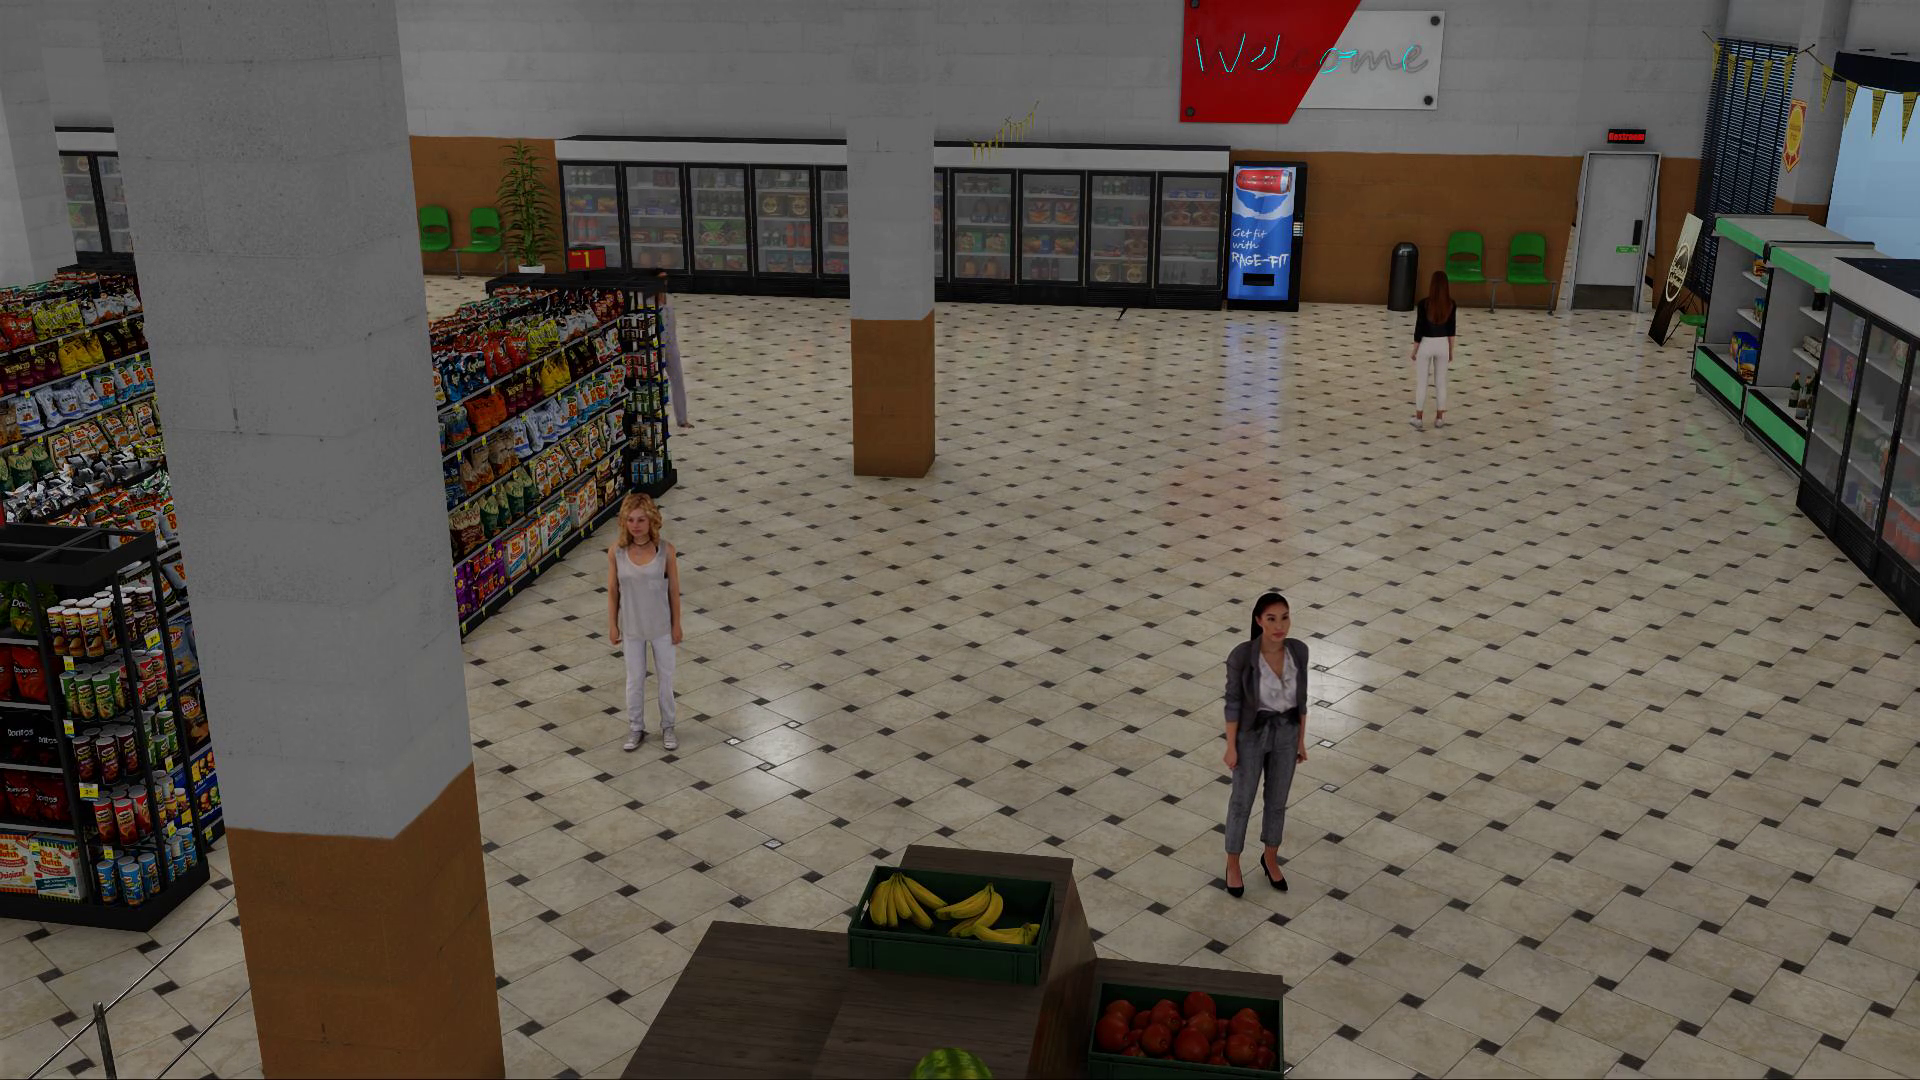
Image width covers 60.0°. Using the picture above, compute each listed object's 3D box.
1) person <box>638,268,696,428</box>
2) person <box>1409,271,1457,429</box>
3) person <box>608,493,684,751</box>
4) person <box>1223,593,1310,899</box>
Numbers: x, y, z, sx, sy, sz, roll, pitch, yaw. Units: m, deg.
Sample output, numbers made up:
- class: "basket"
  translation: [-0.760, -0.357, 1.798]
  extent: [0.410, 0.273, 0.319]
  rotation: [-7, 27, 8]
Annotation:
- class: "person"
  translation: [-3.304, -2.066, 17.958]
  extent: [1.167, 1.702, 1.139]
  rotation: [-16, 25, -40]
- class: "person"
  translation: [5.102, -2.055, 17.922]
  extent: [0.618, 1.704, 0.542]
  rotation: [2, 19, 5]
- class: "person"
  translation: [-1.947, 0.506, 10.383]
  extent: [0.657, 1.670, 0.621]
  rotation: [-1, 19, -4]
- class: "person"
  translation: [1.597, 1.063, 8.716]
  extent: [0.714, 1.678, 0.723]
  rotation: [-5, 19, -13]
